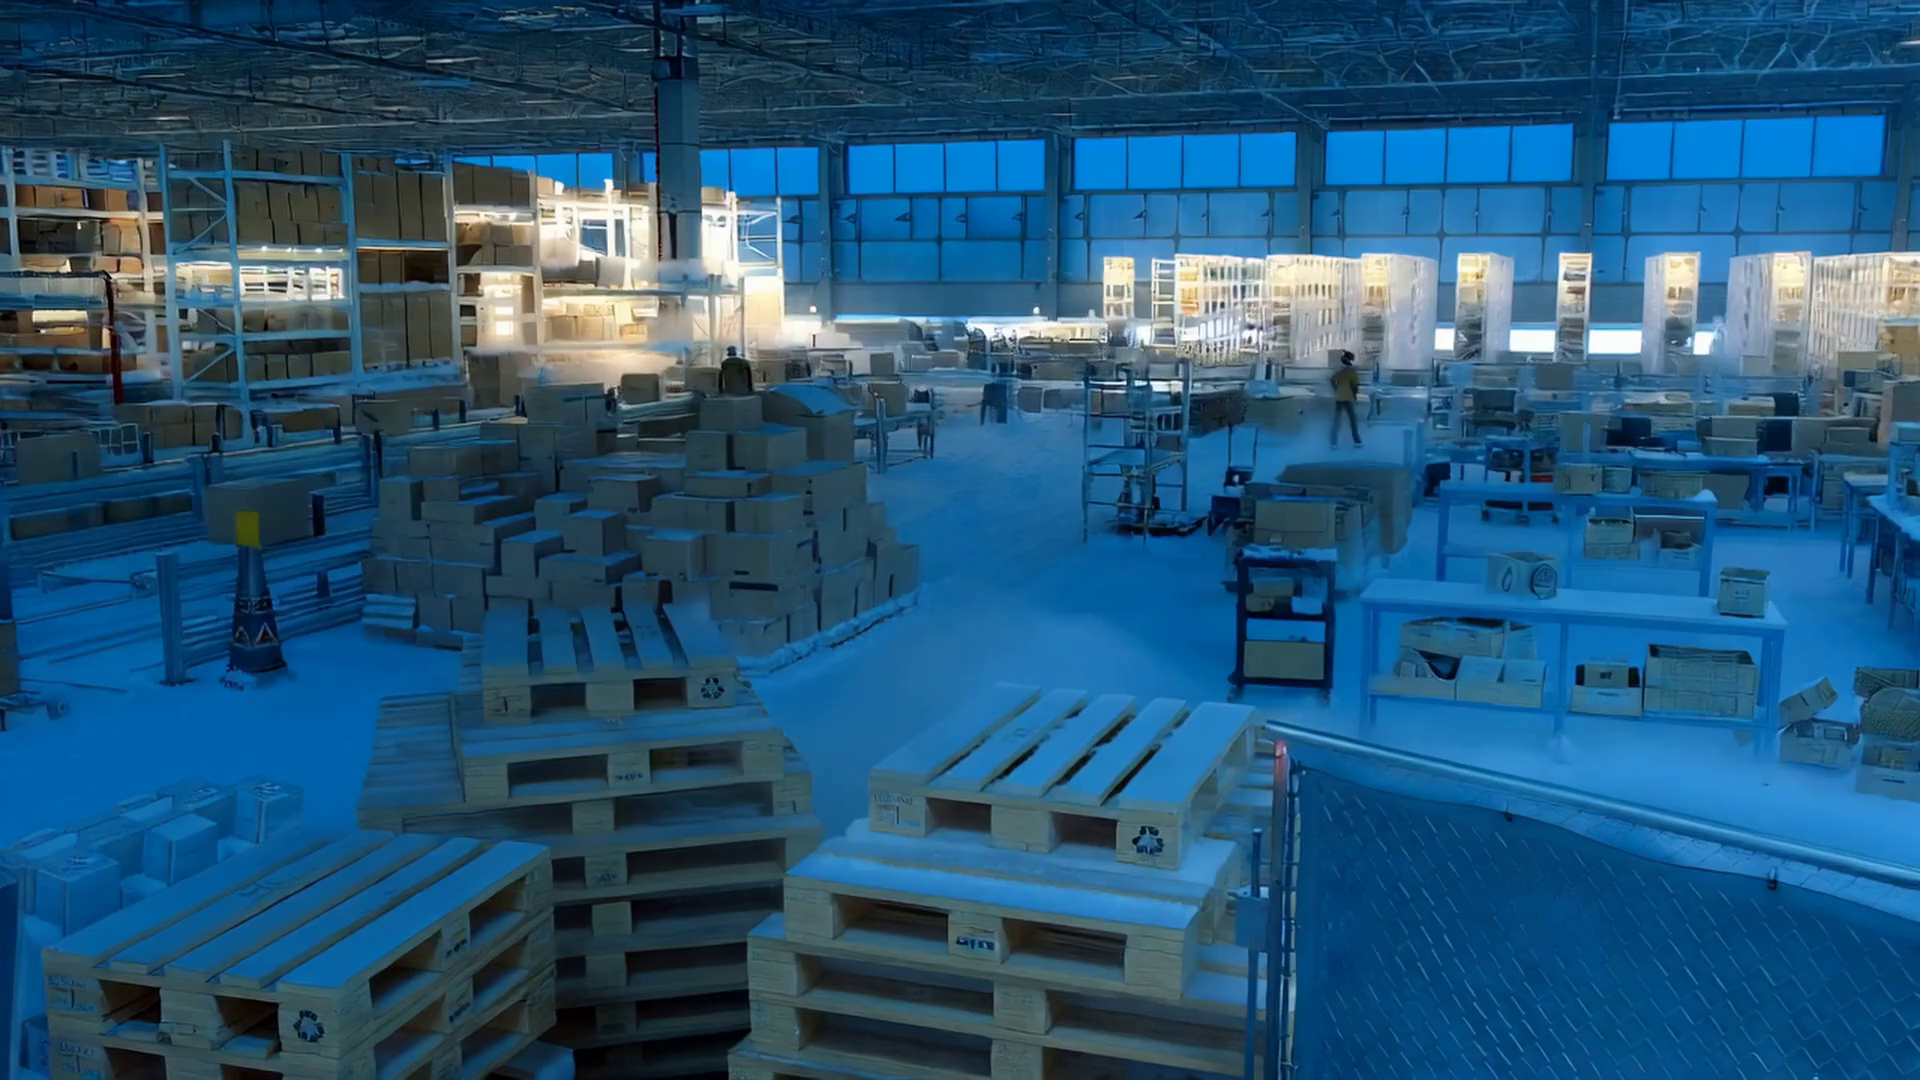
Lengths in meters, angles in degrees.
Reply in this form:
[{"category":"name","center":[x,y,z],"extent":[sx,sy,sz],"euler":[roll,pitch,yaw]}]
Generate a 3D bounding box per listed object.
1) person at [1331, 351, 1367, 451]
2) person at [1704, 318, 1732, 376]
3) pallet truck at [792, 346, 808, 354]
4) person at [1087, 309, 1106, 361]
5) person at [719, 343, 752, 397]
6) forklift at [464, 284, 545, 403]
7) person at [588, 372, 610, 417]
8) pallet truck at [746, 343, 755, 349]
[{"category":"person","center":[6.722,-2.405,28.789],"extent":[0.877,1.717,0.547],"euler":[-8,12,-42]},{"category":"person","center":[22.051,-5.555,48.411],"extent":[1.007,1.790,0.576],"euler":[5,10,28]},{"category":"pallet truck","center":[-3.705,-4.298,42.022],"extent":[0.653,1.274,1.630],"euler":[3,10,20]},{"category":"person","center":[4.297,-6.412,53.181],"extent":[0.659,1.974,0.632],"euler":[0,9,-1]},{"category":"person","center":[-4.025,-2.610,29.789],"extent":[0.588,1.822,0.403],"euler":[-2,9,-13]},{"category":"forklift","center":[-10.832,-4.702,39.610],"extent":[1.129,2.768,1.873],"euler":[3,10,20]},{"category":"person","center":[-5.255,-1.586,23.876],"extent":[0.539,1.660,0.851],"euler":[4,10,23]},{"category":"pallet truck","center":[-6.183,-4.618,44.264],"extent":[1.601,1.201,0.680],"euler":[-9,12,-43]}]
